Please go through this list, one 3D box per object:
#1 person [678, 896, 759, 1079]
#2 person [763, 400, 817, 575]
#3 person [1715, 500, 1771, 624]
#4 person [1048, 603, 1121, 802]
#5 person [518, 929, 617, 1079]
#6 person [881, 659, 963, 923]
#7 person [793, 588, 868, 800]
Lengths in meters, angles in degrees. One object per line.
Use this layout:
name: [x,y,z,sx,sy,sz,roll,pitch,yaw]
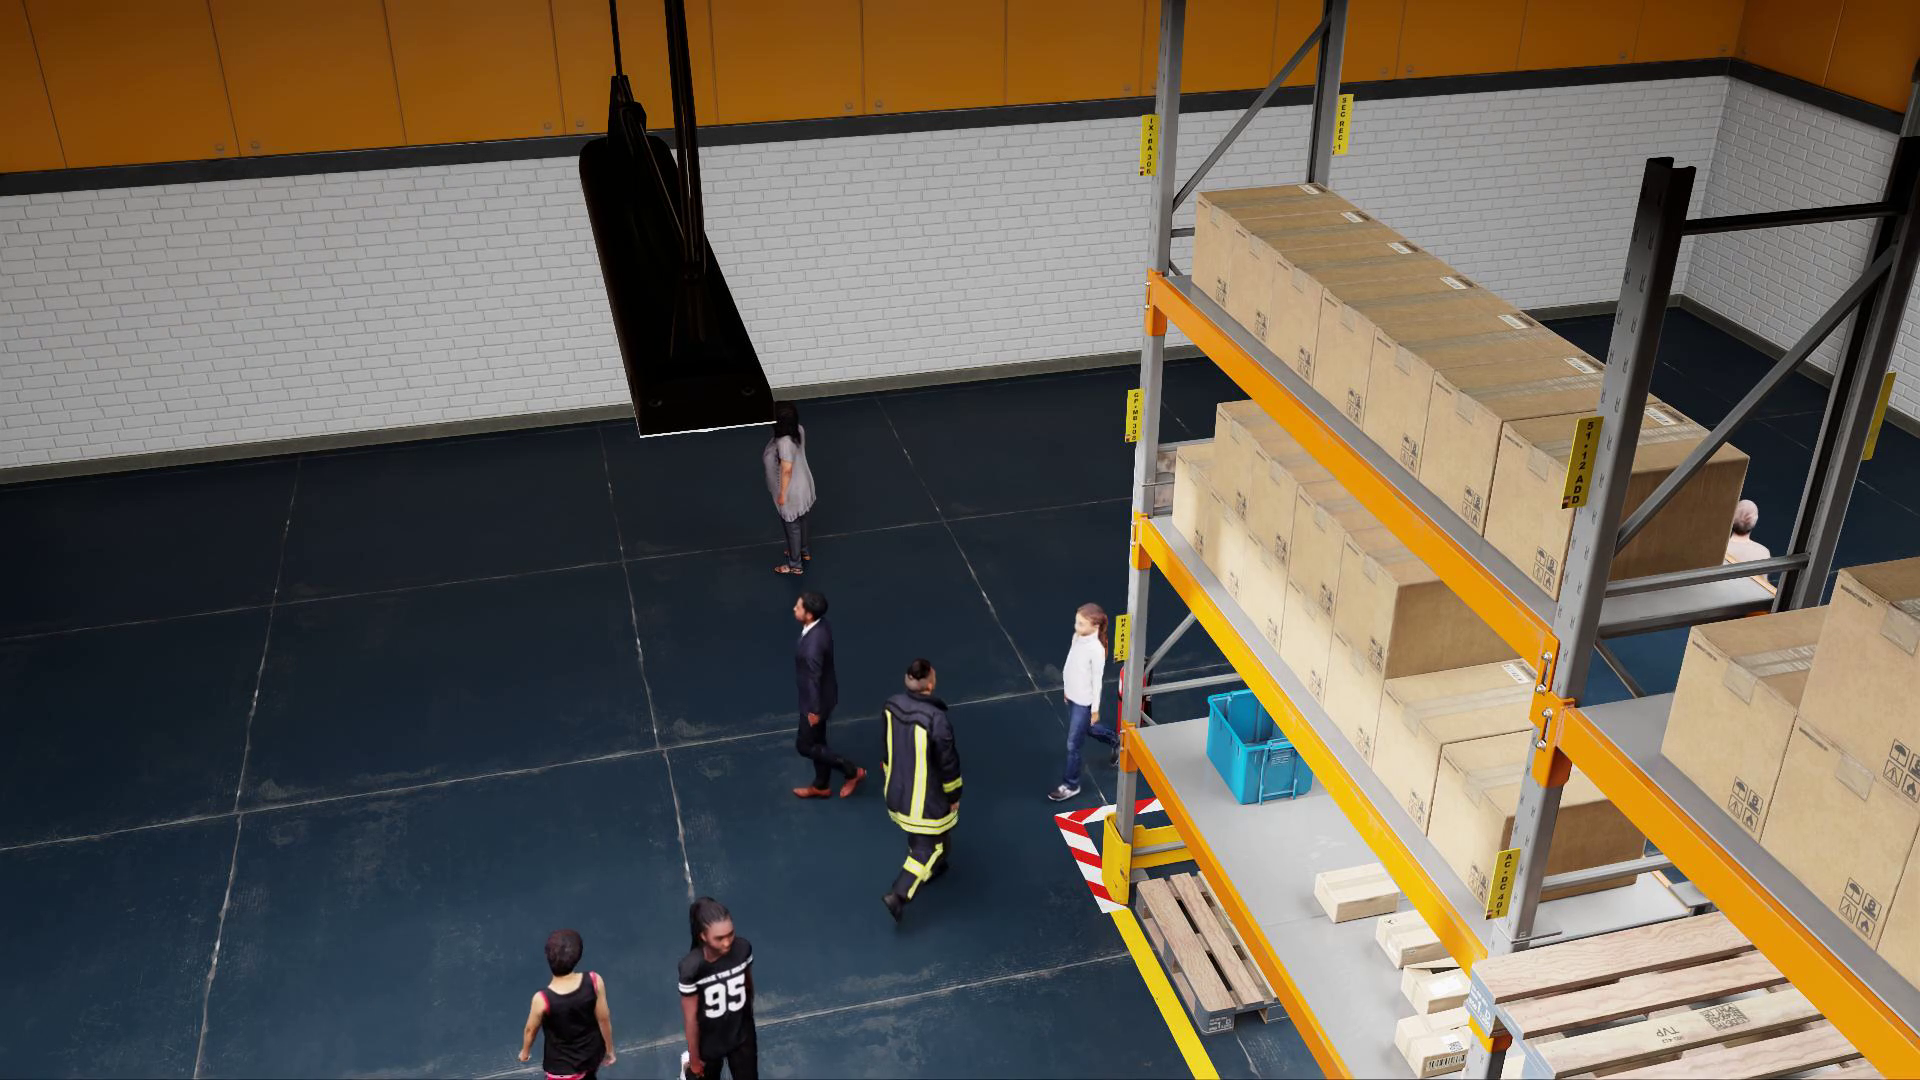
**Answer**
person: [-1.327,2.601,8.869,0.815,1.705,1.102,-19,34,-30]
person: [-1.482,-0.487,14.628,0.803,1.611,0.723,5,29,9]
person: [5.688,0.582,12.403,0.772,1.865,0.761,4,29,8]
person: [0.934,1.104,11.785,0.687,1.541,0.921,-14,31,-23]
person: [-1.990,2.761,8.760,0.785,1.529,0.951,-24,37,-37]
person: [-0.299,1.590,10.587,1.086,1.835,1.079,24,37,37]
person: [-0.908,1.110,11.590,0.800,1.716,0.773,-1,29,-2]
